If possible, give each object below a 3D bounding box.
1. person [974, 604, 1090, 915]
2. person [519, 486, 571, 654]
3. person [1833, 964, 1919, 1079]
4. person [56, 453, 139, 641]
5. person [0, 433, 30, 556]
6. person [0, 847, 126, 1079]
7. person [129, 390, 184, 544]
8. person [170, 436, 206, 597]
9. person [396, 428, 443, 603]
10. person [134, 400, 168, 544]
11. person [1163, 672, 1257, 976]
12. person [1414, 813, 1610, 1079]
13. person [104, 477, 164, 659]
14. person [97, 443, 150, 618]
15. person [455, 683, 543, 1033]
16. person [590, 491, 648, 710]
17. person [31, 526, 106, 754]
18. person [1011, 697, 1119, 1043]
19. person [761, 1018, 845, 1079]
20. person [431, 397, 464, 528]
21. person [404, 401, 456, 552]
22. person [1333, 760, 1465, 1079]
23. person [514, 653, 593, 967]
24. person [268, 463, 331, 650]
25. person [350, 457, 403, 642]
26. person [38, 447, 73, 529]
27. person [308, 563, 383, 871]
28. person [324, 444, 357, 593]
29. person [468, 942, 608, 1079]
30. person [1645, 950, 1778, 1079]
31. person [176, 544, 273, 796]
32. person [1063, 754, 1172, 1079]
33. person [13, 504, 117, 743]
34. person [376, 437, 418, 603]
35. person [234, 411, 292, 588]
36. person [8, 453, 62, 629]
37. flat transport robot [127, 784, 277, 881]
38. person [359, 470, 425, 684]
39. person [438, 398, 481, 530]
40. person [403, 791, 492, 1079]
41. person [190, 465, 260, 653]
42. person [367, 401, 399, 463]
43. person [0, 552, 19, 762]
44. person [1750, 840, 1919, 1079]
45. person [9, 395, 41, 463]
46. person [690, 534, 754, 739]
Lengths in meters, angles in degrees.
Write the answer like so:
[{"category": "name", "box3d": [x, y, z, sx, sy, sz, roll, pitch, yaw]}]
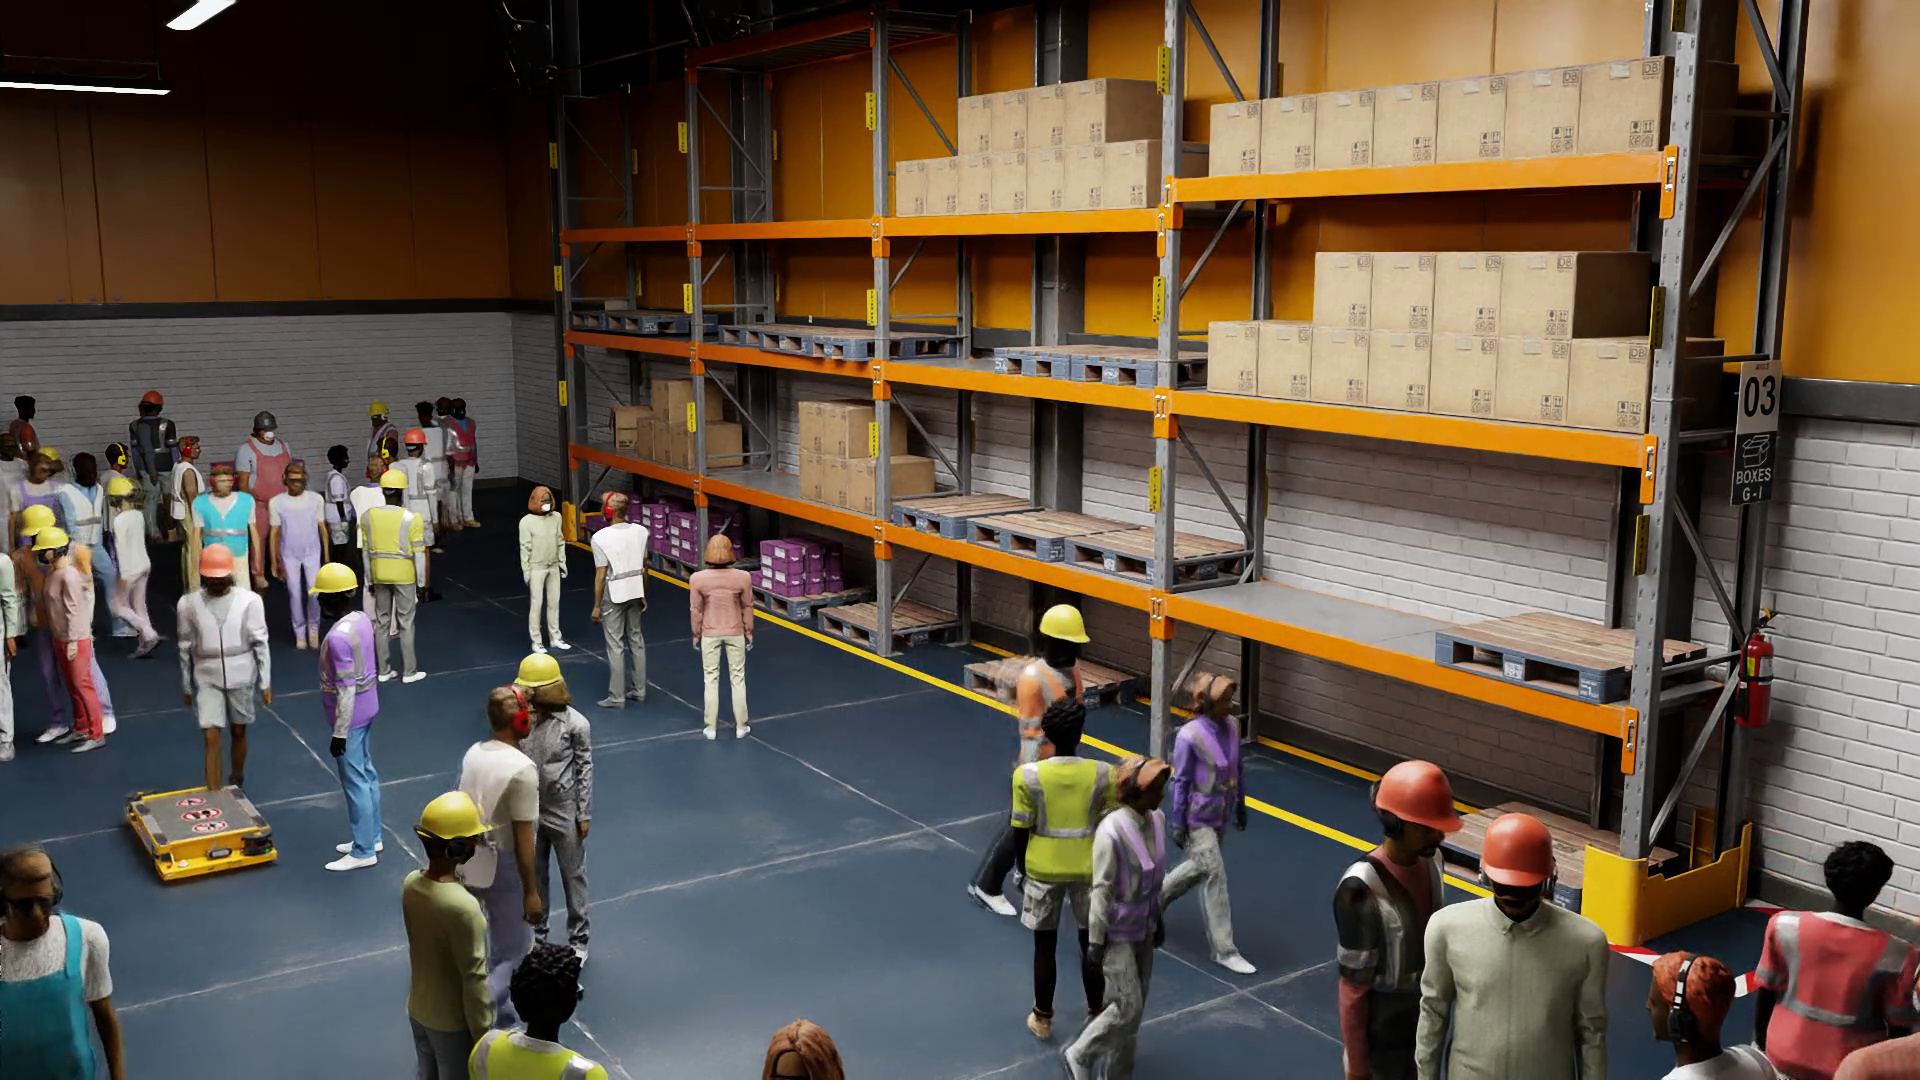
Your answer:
[{"category": "person", "box3d": [0.510, 1.276, 9.453, 1.001, 1.871, 0.598, 7, 12, 35]}, {"category": "person", "box3d": [-3.997, 0.283, 15.984, 0.296, 1.622, 0.505, 7, 12, 37]}, {"category": "person", "box3d": [2.751, 2.056, 4.584, 0.644, 1.952, 0.887, -1, 10, -8]}, {"category": "person", "box3d": [-8.521, 0.082, 16.378, 0.820, 1.884, 0.590, 2, 10, 13]}, {"category": "person", "box3d": [-10.670, -0.289, 18.714, 0.341, 1.840, 0.504, 6, 11, 32]}, {"category": "person", "box3d": [-3.119, 1.940, 5.655, 0.552, 1.824, 0.626, -8, 12, -38]}, {"category": "person", "box3d": [-10.625, -0.958, 22.022, 0.607, 2.048, 0.367, 0, 10, -2]}, {"category": "person", "box3d": [-8.486, -0.230, 18.336, 0.380, 1.845, 0.570, -7, 12, -35]}, {"category": "person", "box3d": [-5.975, -0.269, 18.338, 0.544, 1.929, 0.387, 3, 10, 18]}, {"category": "person", "box3d": [-10.740, -0.913, 22.082, 0.372, 1.939, 0.631, -6, 11, -30]}, {"category": "person", "box3d": [1.294, 1.479, 9.005, 0.775, 1.608, 0.524, 9, 13, 41]}, {"category": "person", "box3d": [1.848, 1.869, 5.616, 0.616, 1.986, 0.407, 3, 10, 16]}, {"category": "person", "box3d": [-7.783, 0.282, 15.601, 0.387, 1.755, 0.533, 0, 10, -1]}, {"category": "person", "box3d": [-8.815, -0.088, 17.469, 0.510, 1.863, 0.327, 6, 11, 31]}, {"category": "person", "box3d": [-2.208, 1.592, 7.750, 0.619, 1.814, 0.601, -8, 13, -39]}, {"category": "person", "box3d": [-2.850, 0.510, 13.999, 0.374, 1.841, 0.575, 7, 12, 37]}, {"category": "person", "box3d": [-6.887, 0.763, 12.795, 0.517, 1.759, 0.346, 9, 13, 43]}, {"category": "person", "box3d": [0.507, 1.595, 8.052, 0.536, 1.699, 0.321, -1, 10, -3]}, {"category": "person", "box3d": [-0.454, 2.175, 4.847, 0.500, 1.633, 0.283, 1, 10, 7]}, {"category": "person", "box3d": [-7.213, -1.090, 23.400, 0.429, 1.845, 0.622, 5, 11, 28]}, {"category": "person", "box3d": [-6.927, -0.835, 21.603, 0.624, 1.928, 0.862, -8, 13, -39]}, {"category": "person", "box3d": [1.592, 1.775, 6.039, 0.411, 2.032, 0.611, 9, 13, 44]}, {"category": "person", "box3d": [-2.187, 1.442, 8.829, 0.489, 1.741, 0.322, 3, 10, 15]}, {"category": "person", "box3d": [-6.357, 0.176, 16.006, 0.538, 1.825, 0.608, -3, 10, -19]}, {"category": "person", "box3d": [-5.761, 0.096, 16.497, 0.561, 1.828, 0.417, 3, 10, 15]}, {"category": "person", "box3d": [-9.970, -0.170, 18.327, 0.493, 1.735, 0.348, 2, 10, 10]}, {"category": "person", "box3d": [-3.816, 1.091, 10.344, 0.370, 1.925, 0.595, -1, 10, -8]}, {"category": "person", "box3d": [-7.039, -0.241, 18.853, 0.316, 1.694, 0.562, -5, 11, -25]}, {"category": "person", "box3d": [-1.295, 2.088, 5.213, 0.530, 1.690, 0.322, 5, 11, 25]}, {"category": "person", "box3d": [2.065, 2.076, 4.728, 0.583, 1.878, 0.342, -6, 12, -33]}, {"category": "person", "box3d": [-4.931, 0.965, 11.173, 0.564, 1.888, 0.949, -4, 10, -23]}, {"category": "person", "box3d": [0.745, 1.740, 7.404, 0.362, 1.619, 0.532, 7, 12, 35]}, {"category": "person", "box3d": [-7.059, 0.641, 13.069, 0.697, 1.898, 0.546, 0, 10, -1]}, {"category": "person", "box3d": [-6.156, -0.196, 18.112, 0.333, 1.860, 0.510, 3, 10, 17]}, {"category": "person", "box3d": [-7.958, -0.480, 19.235, 0.537, 2.000, 0.689, 7, 12, 35]}, {"category": "person", "box3d": [-9.347, 0.029, 16.901, 0.429, 1.817, 0.546, 9, 13, 42]}, {"category": "flat transport robot", "box3d": [-4.930, 1.846, 10.767, 0.652, 0.197, 1.431, -7, 12, -34]}, {"category": "person", "box3d": [-5.053, 0.328, 14.888, 0.582, 1.911, 0.419, 1, 10, 6]}, {"category": "person", "box3d": [-6.979, -1.066, 23.260, 0.429, 1.844, 0.625, 6, 11, 30]}, {"category": "person", "box3d": [-1.960, 1.839, 6.459, 0.339, 1.761, 0.524, -9, 13, -42]}, {"category": "person", "box3d": [-7.030, 0.194, 15.903, 0.611, 1.829, 0.580, -4, 10, -20]}, {"category": "person", "box3d": [-7.970, -1.009, 22.990, 0.403, 1.824, 0.591, -9, 13, -43]}, {"category": "person", "box3d": [-7.395, 0.722, 12.481, 0.602, 1.938, 0.403, -2, 10, -11]}, {"category": "person", "box3d": [3.195, 1.932, 6.123, 0.550, 1.684, 0.354, 7, 12, 37]}, {"category": "person", "box3d": [-12.527, -0.969, 22.348, 0.600, 1.958, 0.368, 9, 13, 44]}, {"category": "person", "box3d": [-1.872, 0.763, 13.127, 0.500, 1.636, 0.281, -1, 10, -8]}]
